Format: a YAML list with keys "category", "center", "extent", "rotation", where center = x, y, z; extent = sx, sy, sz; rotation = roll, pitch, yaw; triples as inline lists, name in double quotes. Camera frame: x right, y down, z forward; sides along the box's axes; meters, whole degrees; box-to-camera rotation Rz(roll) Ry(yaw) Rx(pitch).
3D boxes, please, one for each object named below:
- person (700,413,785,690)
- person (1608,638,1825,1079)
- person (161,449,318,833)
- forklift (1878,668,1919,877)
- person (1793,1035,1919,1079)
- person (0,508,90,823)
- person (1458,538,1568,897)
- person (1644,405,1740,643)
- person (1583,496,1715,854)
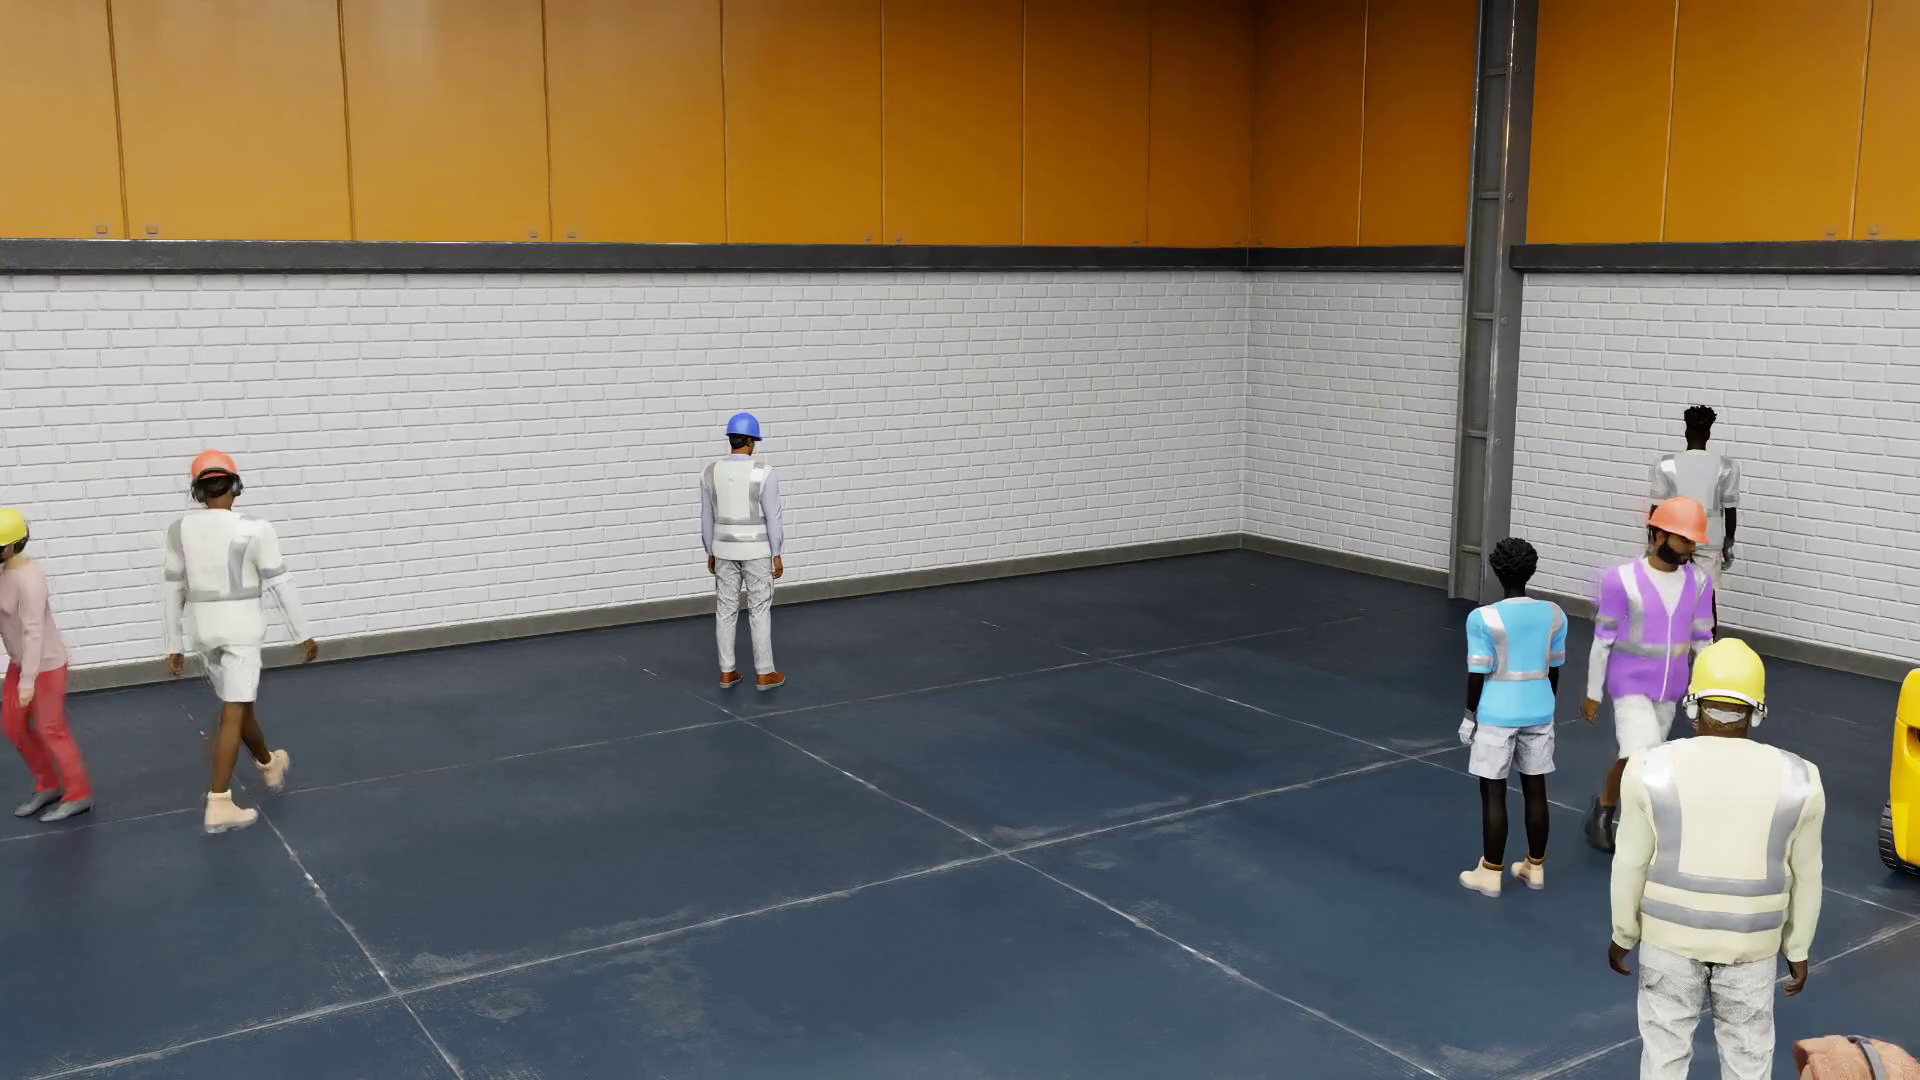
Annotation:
- category: "person"
  center: [-1.508, 0.084, 11.611]
  extent: [0.604, 1.938, 0.401]
  rotation: [3, 10, 17]
- category: "person"
  center: [2.323, 1.208, 5.158]
  extent: [0.600, 1.829, 0.404]
  rotation: [2, 10, 15]
- category: "person"
  center: [-3.870, 0.507, 8.951]
  extent: [0.721, 1.969, 1.030]
  rotation: [2, 10, 10]
- category: "forklift"
  center: [5.511, 0.571, 7.906]
  extent: [2.313, 2.155, 1.214]
  rotation: [-6, 11, -33]
- category: "person"
  center: [1.567, 1.663, 3.008]
  extent: [0.364, 1.623, 0.539]
  rotation: [1, 9, 4]
- category: "person"
  center: [-4.868, 0.666, 8.721]
  extent: [0.554, 1.719, 0.511]
  rotation: [8, 13, 42]
- category: "person"
  center: [2.589, 0.830, 7.828]
  extent: [0.537, 1.698, 0.321]
  rotation: [-3, 10, -17]
- category: "person"
  center: [5.259, 0.009, 11.975]
  extent: [0.609, 1.964, 0.367]
  rotation: [3, 10, 17]
- category: "person"
  center: [3.349, 0.707, 8.057]
  extent: [0.558, 1.876, 1.028]
  rotation: [-1, 10, -8]
